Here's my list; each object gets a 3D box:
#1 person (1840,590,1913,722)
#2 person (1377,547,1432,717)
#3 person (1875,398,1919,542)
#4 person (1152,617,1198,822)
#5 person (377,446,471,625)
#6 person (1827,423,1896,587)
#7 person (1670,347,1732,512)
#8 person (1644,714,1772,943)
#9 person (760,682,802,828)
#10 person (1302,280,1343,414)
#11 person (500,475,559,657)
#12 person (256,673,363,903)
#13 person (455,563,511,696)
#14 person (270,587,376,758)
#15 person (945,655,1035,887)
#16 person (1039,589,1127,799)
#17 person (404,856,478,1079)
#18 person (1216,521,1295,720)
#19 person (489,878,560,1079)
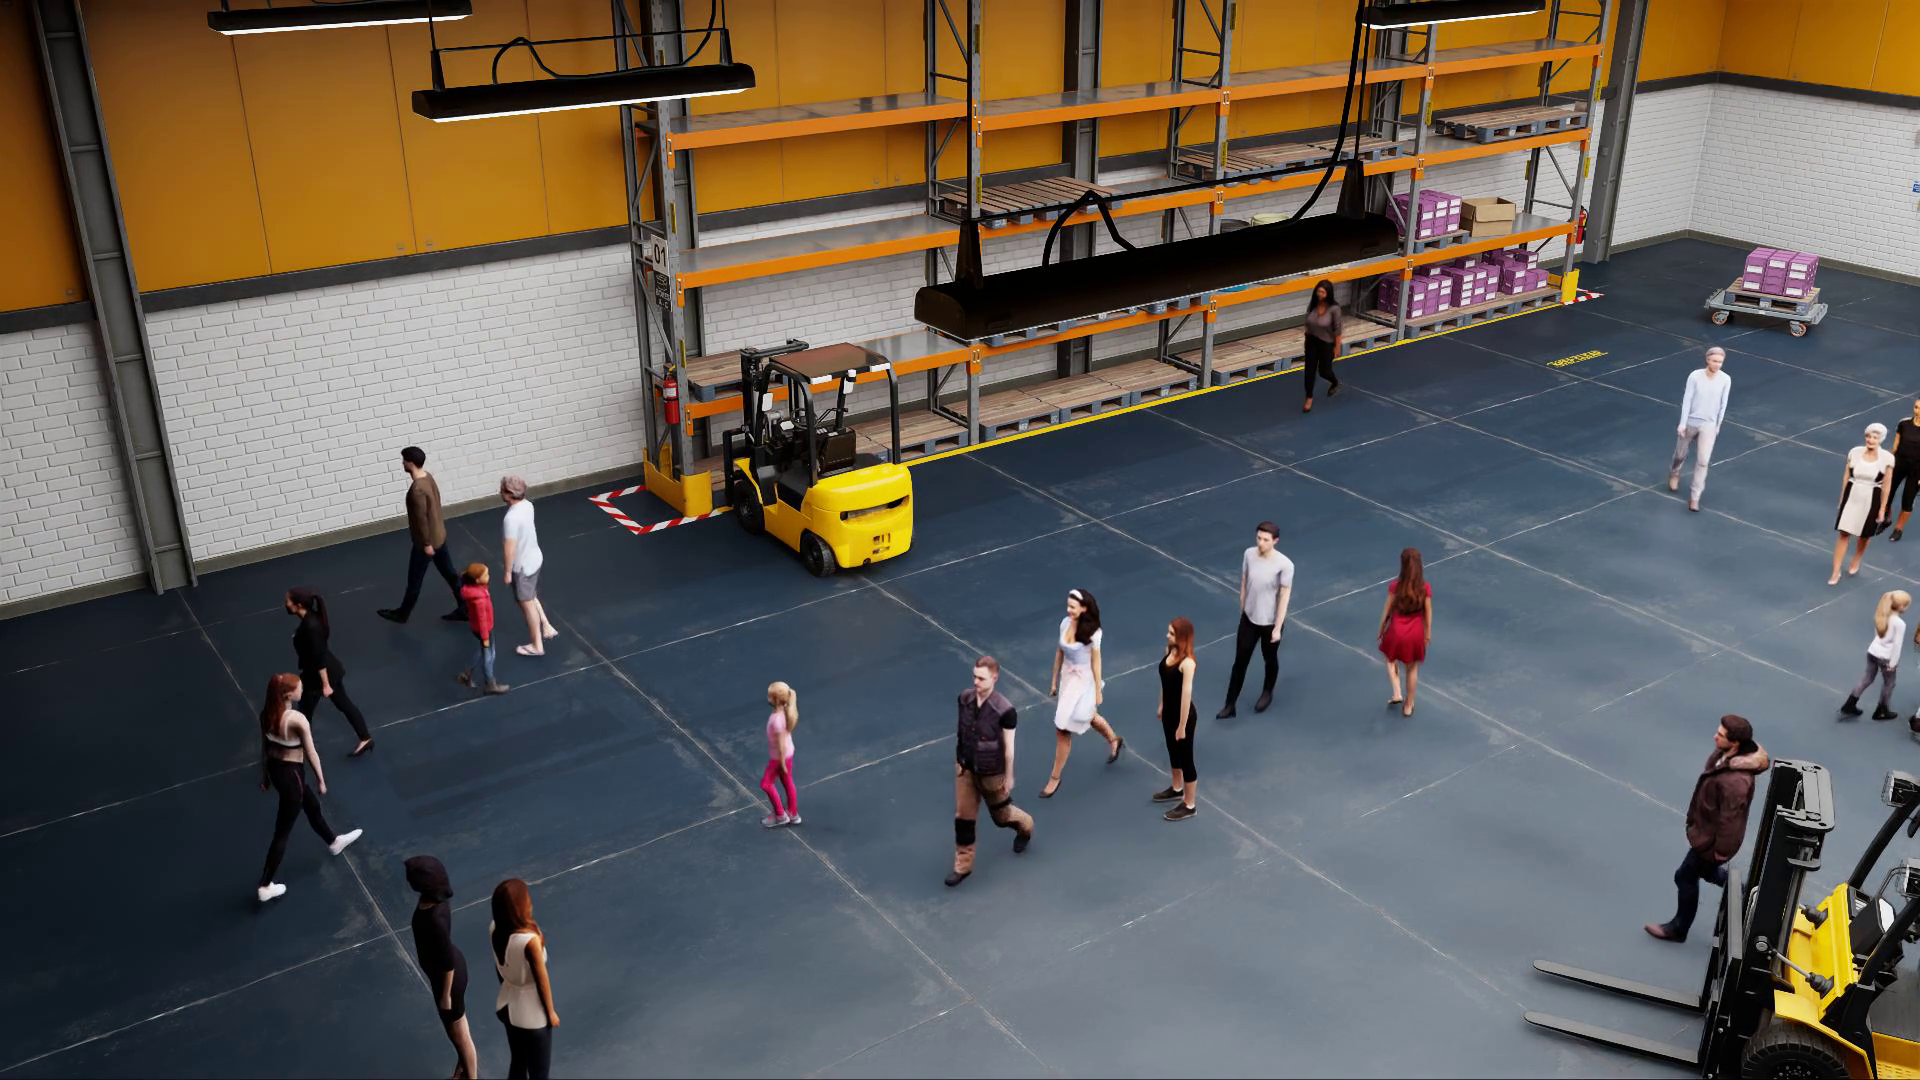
[{"bbox_3d":[8.023,1.022,14.536,0.774,1.264,0.648,-6,24,-13],"label":"person"},{"bbox_3d":[3.908,0.839,14.621,0.790,1.532,0.852,5,24,11],"label":"person"},{"bbox_3d":[10.432,-0.803,18.221,0.604,1.656,0.623,-21,31,-40],"label":"person"},{"bbox_3d":[1.739,1.381,13.142,0.628,1.722,0.627,-7,25,-15],"label":"person"},{"bbox_3d":[-5.074,-0.005,16.164,1.206,1.843,1.043,-1,24,-2],"label":"person"},{"bbox_3d":[9.349,-0.370,17.166,0.815,1.708,1.144,19,30,37],"label":"person"},{"bbox_3d":[8.488,-1.333,19.179,1.127,1.860,1.269,7,25,16],"label":"person"},{"bbox_3d":[5.328,2.033,11.525,1.143,1.823,1.142,8,25,18],"label":"person"},{"bbox_3d":[-1.348,1.677,13.039,0.669,1.262,0.609,3,24,8],"label":"person"},{"bbox_3d":[4.831,-2.583,22.099,0.840,1.813,0.997,19,30,37],"label":"person"},{"bbox_3d":[-4.007,0.245,15.616,0.873,1.823,0.823,2,24,5],"label":"person"},{"bbox_3d":[-4.982,1.829,12.145,0.939,1.701,1.265,11,26,24],"label":"person"},{"bbox_3d":[-4.365,0.815,14.957,0.713,1.307,0.578,-10,26,-22],"label":"person"},{"bbox_3d":[-5.209,1.145,13.818,1.162,1.613,0.879,-6,24,-13],"label":"person"},{"bbox_3d":[0.246,1.663,12.382,0.903,1.815,1.207,17,29,34],"label":"person"},{"bbox_3d":[1.035,1.206,13.480,1.189,1.772,0.672,-17,29,-33],"label":"person"},{"bbox_3d":[-3.110,2.673,10.084,0.582,1.805,0.640,-8,25,-18],"label":"person"},{"bbox_3d":[2.715,0.677,14.614,0.887,1.835,1.146,16,28,32],"label":"person"},{"bbox_3d":[-2.590,2.792,9.840,0.643,1.782,0.615,18,29,35],"label":"person"}]
